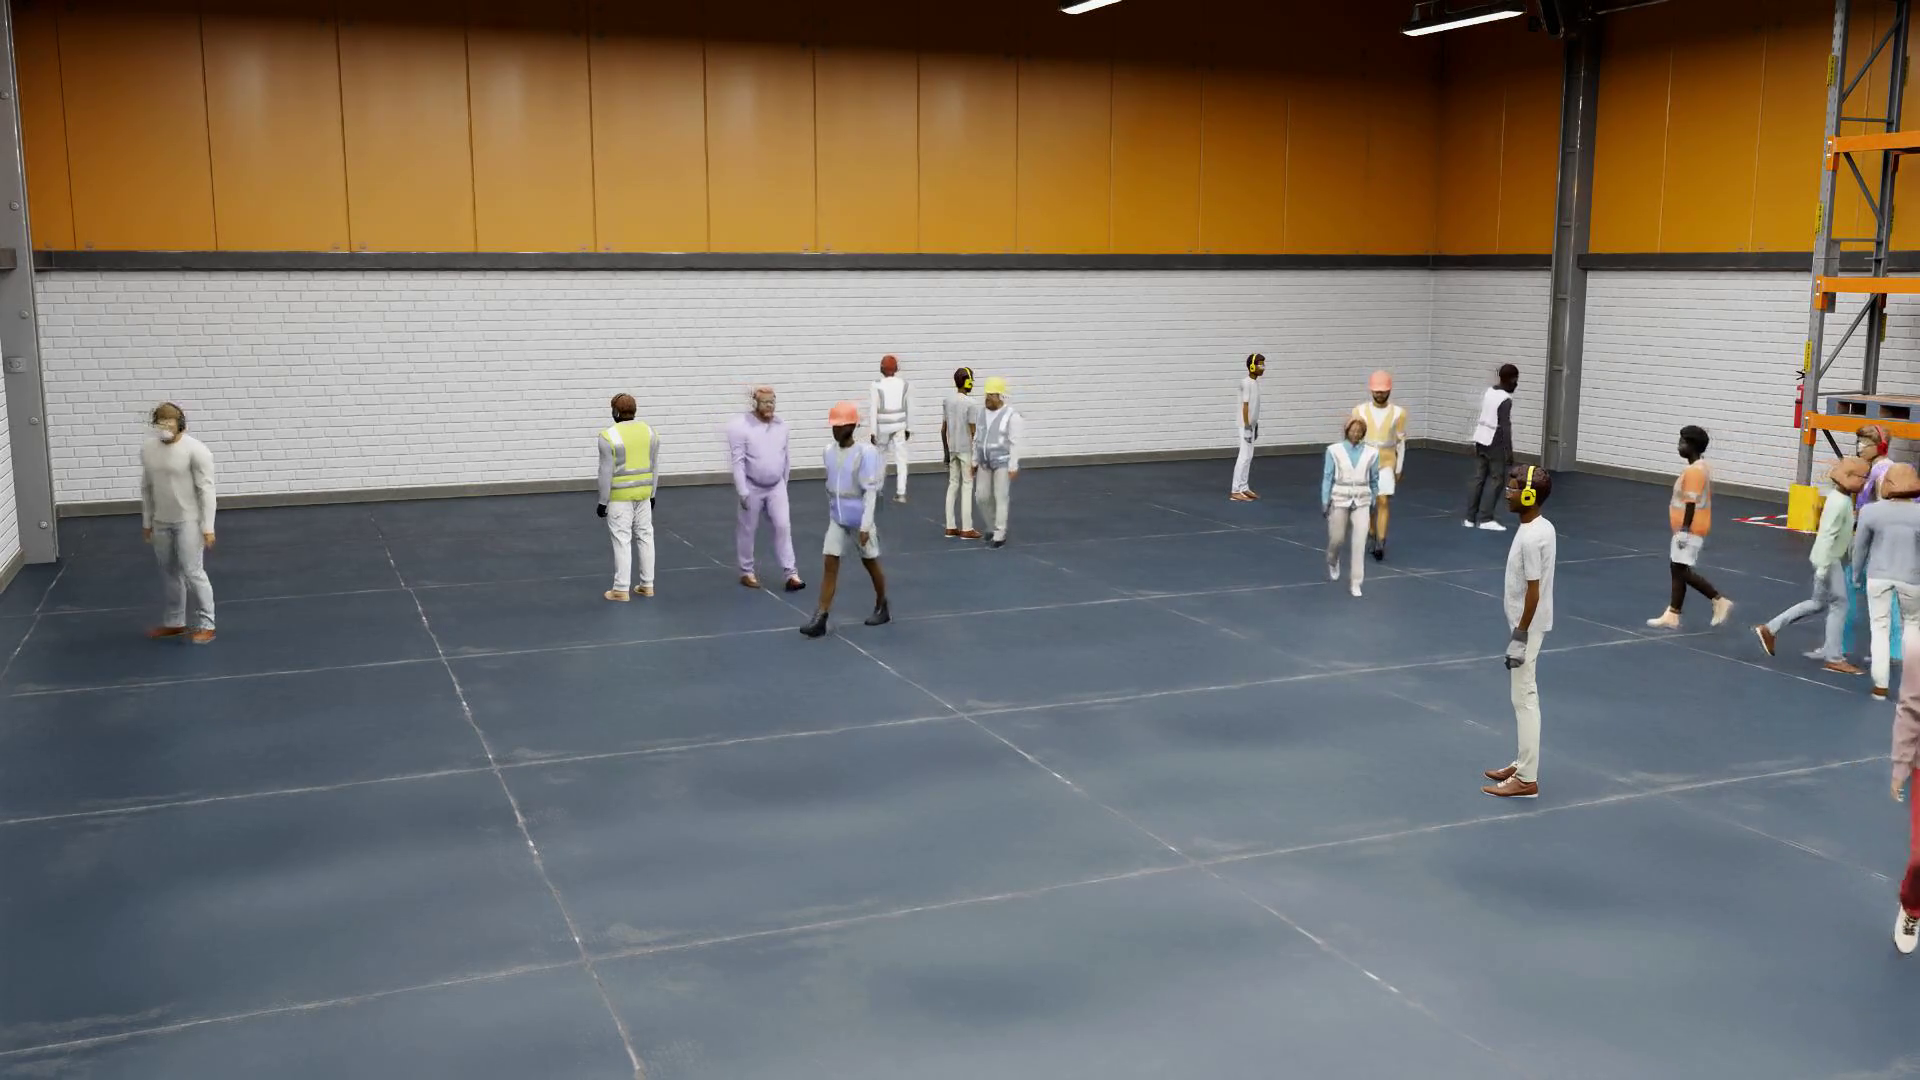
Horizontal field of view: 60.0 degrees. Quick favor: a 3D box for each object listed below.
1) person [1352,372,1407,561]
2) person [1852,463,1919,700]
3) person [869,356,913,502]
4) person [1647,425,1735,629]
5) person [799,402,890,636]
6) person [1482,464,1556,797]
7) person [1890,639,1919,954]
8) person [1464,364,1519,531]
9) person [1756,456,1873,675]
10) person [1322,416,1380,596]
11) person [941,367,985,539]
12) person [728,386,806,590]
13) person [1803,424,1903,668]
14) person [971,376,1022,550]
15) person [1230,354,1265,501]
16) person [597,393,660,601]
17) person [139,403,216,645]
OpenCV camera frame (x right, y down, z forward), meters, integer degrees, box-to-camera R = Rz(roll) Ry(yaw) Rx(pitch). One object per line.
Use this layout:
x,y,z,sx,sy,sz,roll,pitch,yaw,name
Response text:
4.204,-0.744,16.806,0.549,1.882,0.992,3,10,18,person
6.406,0.276,11.432,0.518,1.616,0.529,5,10,27,person
-0.878,-1.412,21.035,0.598,1.829,0.978,-3,10,-19,person
5.928,-0.085,13.419,0.564,1.682,0.545,4,10,21,person
-0.887,-0.180,13.438,0.564,1.880,1.008,6,11,34,person
3.137,0.505,9.298,0.328,1.872,0.513,4,10,21,person
4.136,0.962,6.848,0.543,1.755,0.382,2,10,14,person
5.961,-1.048,18.704,0.391,1.871,0.760,-1,9,-5,person
6.278,0.161,12.185,0.699,1.598,0.543,6,11,31,person
3.547,-0.336,15.147,0.522,1.618,0.683,1,9,5,person
0.021,-0.942,18.085,0.535,1.864,0.309,9,13,43,person
-1.760,-0.448,15.091,0.659,1.870,0.933,-6,11,-32,person
6.669,0.039,12.303,0.811,1.803,0.610,7,11,35,person
0.377,-0.811,17.444,0.619,1.824,0.411,7,12,38,person
3.666,-1.424,21.050,0.354,1.859,0.508,5,11,27,person
-2.958,-0.380,14.750,0.429,1.845,0.621,9,13,42,person
-6.187,-0.124,13.065,0.787,1.906,0.385,4,10,21,person
